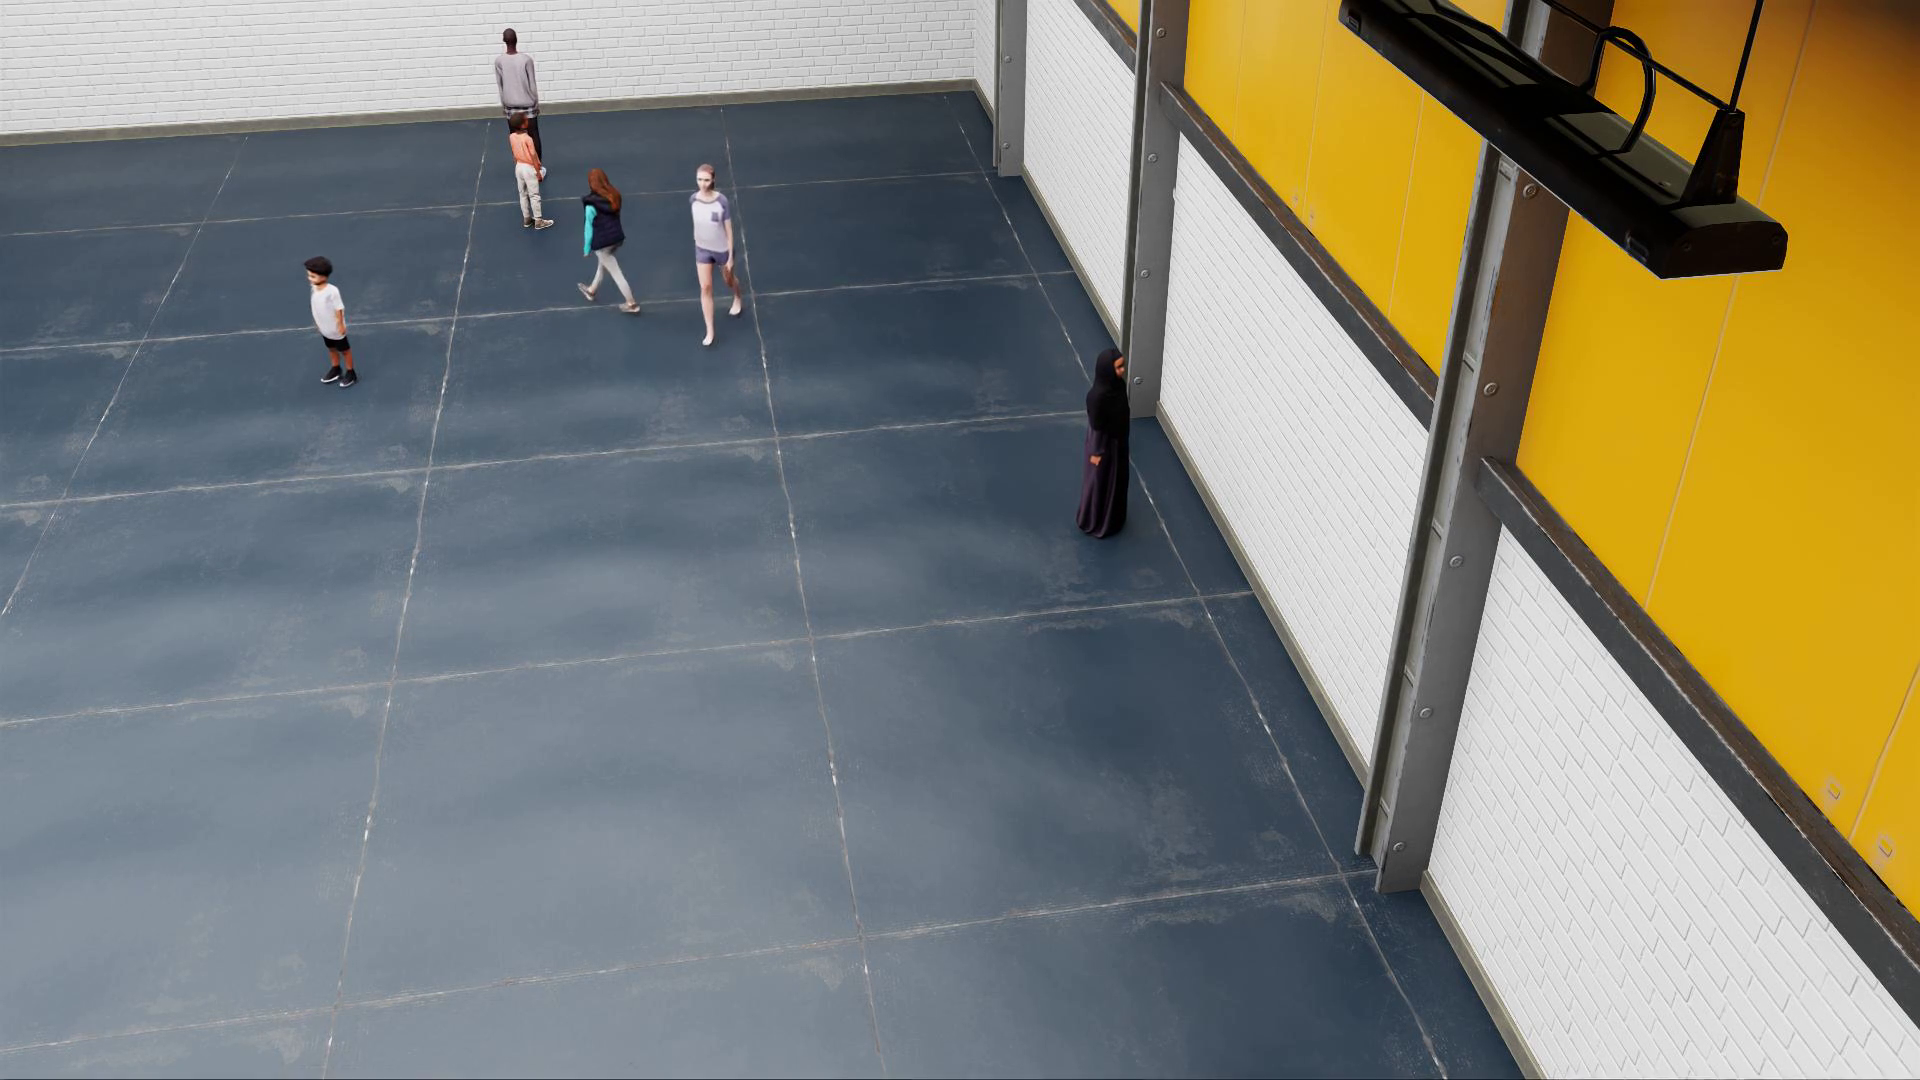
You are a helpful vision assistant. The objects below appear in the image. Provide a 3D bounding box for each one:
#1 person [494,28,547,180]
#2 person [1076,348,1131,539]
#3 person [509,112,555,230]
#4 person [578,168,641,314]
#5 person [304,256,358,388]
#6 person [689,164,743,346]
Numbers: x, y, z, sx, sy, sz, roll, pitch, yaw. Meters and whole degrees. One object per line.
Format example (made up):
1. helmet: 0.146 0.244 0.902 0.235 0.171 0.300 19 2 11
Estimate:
1. person: -5.169 -5.112 19.523 0.620 1.770 0.528 -3 34 -5
2. person: 1.154 -0.789 13.162 0.773 1.611 0.716 23 40 30
3. person: -4.795 -4.094 18.406 0.563 1.310 0.615 18 38 25
4. person: -3.453 -2.924 16.520 1.009 1.450 1.017 15 36 21
5. person: -5.809 -2.040 15.363 0.577 1.258 0.626 16 37 22
6. person: -2.350 -2.834 16.138 0.844 1.723 1.192 5 34 8
